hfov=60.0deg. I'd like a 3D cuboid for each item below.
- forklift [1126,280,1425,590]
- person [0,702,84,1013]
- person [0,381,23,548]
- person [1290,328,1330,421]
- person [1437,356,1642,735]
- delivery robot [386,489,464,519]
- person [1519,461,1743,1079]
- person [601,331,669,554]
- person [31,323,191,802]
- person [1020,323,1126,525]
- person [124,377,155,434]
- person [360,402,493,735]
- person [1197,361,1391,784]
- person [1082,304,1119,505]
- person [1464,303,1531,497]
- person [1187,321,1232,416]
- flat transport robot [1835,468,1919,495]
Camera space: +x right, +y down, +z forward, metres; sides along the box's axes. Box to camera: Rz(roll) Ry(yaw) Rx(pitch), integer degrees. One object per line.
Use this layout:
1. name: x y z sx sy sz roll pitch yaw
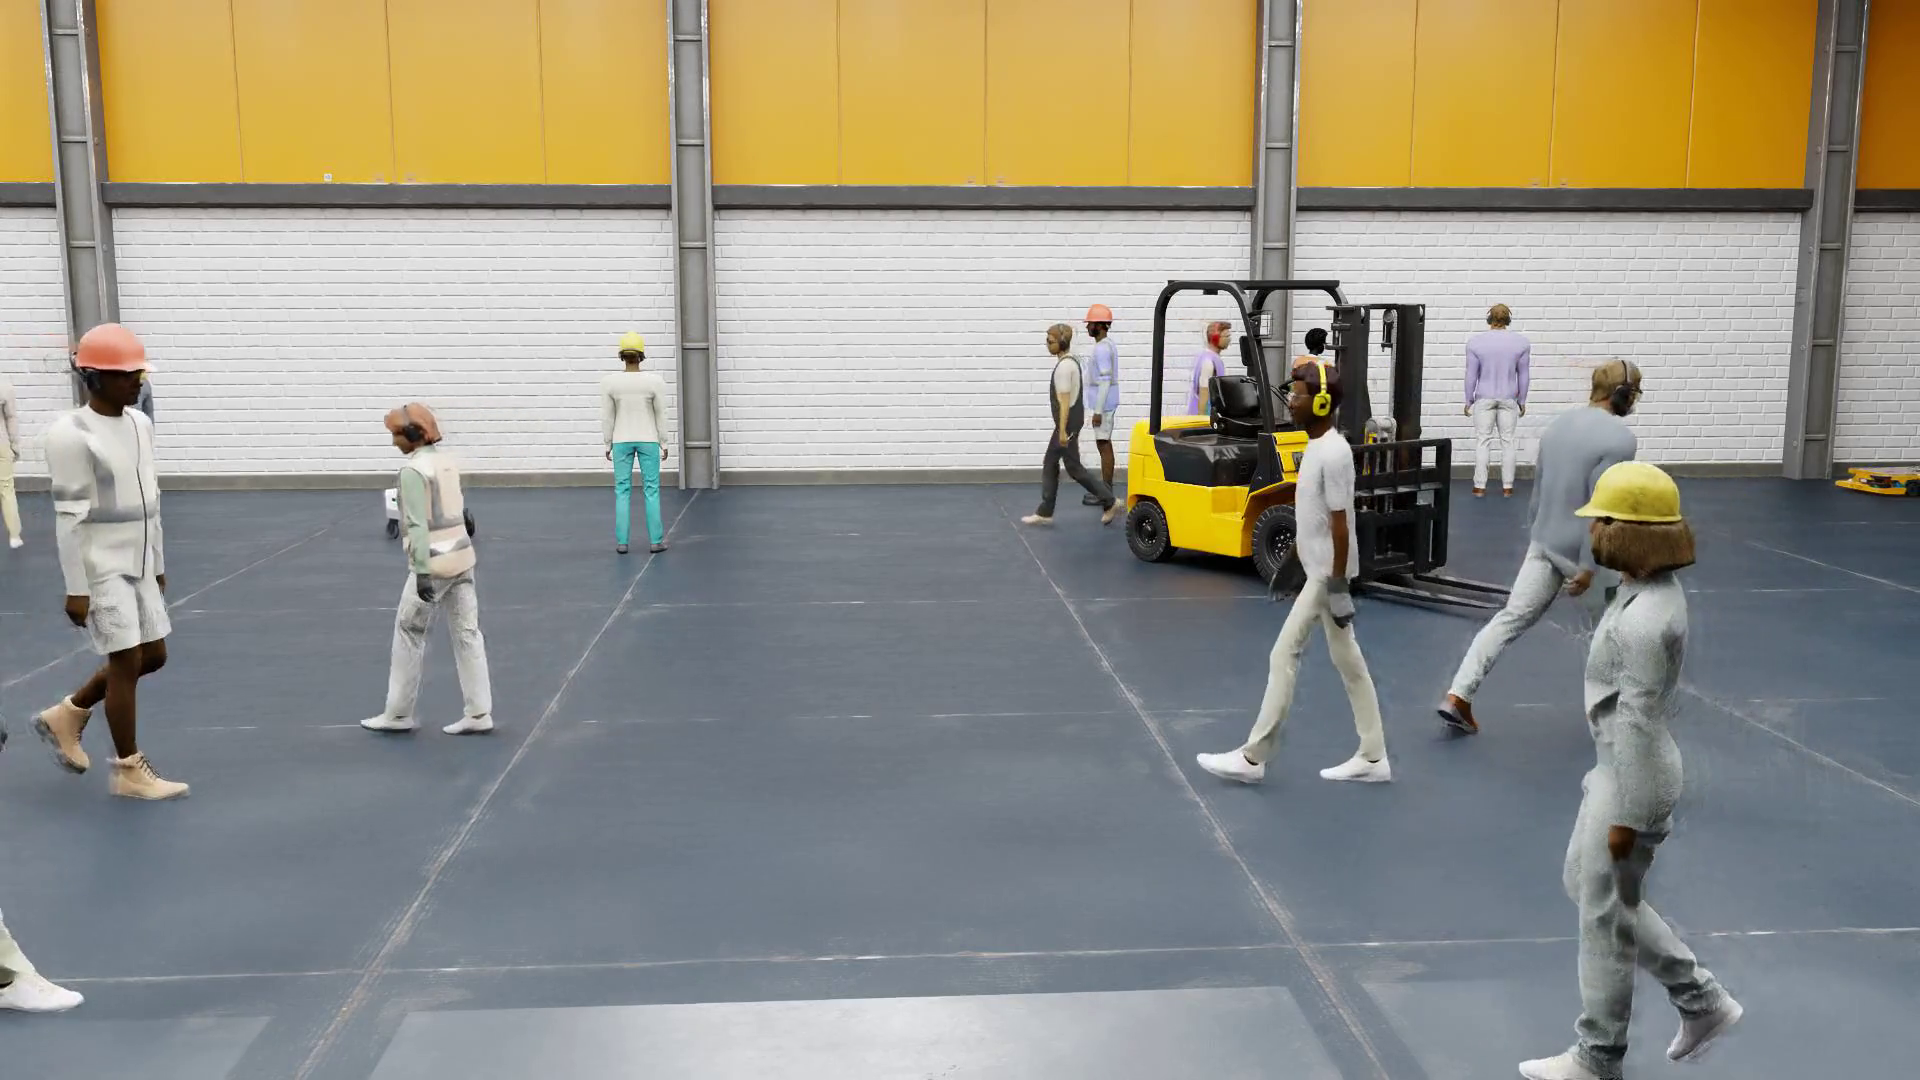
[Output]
1. forklift: 2.301 -0.860 12.475 1.214 2.155 2.313 -6 11 -35
2. person: -3.174 0.520 5.019 0.959 1.821 0.535 1 9 5
3. person: -7.850 -0.728 13.398 0.498 1.634 0.282 -6 11 -34
4. person: 3.539 -1.294 16.801 0.320 1.690 0.532 -5 11 -31
5. person: 2.837 0.045 7.926 1.162 1.857 0.654 -3 9 -17
6. delivery robot: -4.467 -0.310 13.861 0.707 0.478 0.477 7 12 38
7. person: 1.804 0.649 4.420 0.457 1.730 0.500 4 10 23
8. person: -2.577 -0.766 13.222 0.525 1.772 0.308 -1 9 -4
9. person: -3.628 0.102 7.002 0.667 2.024 0.613 1 9 8
10. person: 1.008 -1.001 14.606 0.875 1.813 0.522 1 9 7
11. person: -7.074 -0.841 14.146 0.293 1.623 0.494 5 10 28
12. person: -2.580 0.147 7.962 0.738 1.599 0.527 2 9 9
13. person: 1.471 0.154 7.209 0.924 1.835 0.499 2 9 12
14. person: 1.347 -1.299 16.031 0.369 1.939 0.542 2 9 10
15. person: 5.339 -1.386 16.584 0.628 1.940 0.373 2 9 10
16. person: 2.391 -1.100 15.235 0.934 1.797 0.573 1 9 7
17. flat transport robot: 9.783 -0.612 16.942 1.431 0.197 0.652 -1 9 -9
